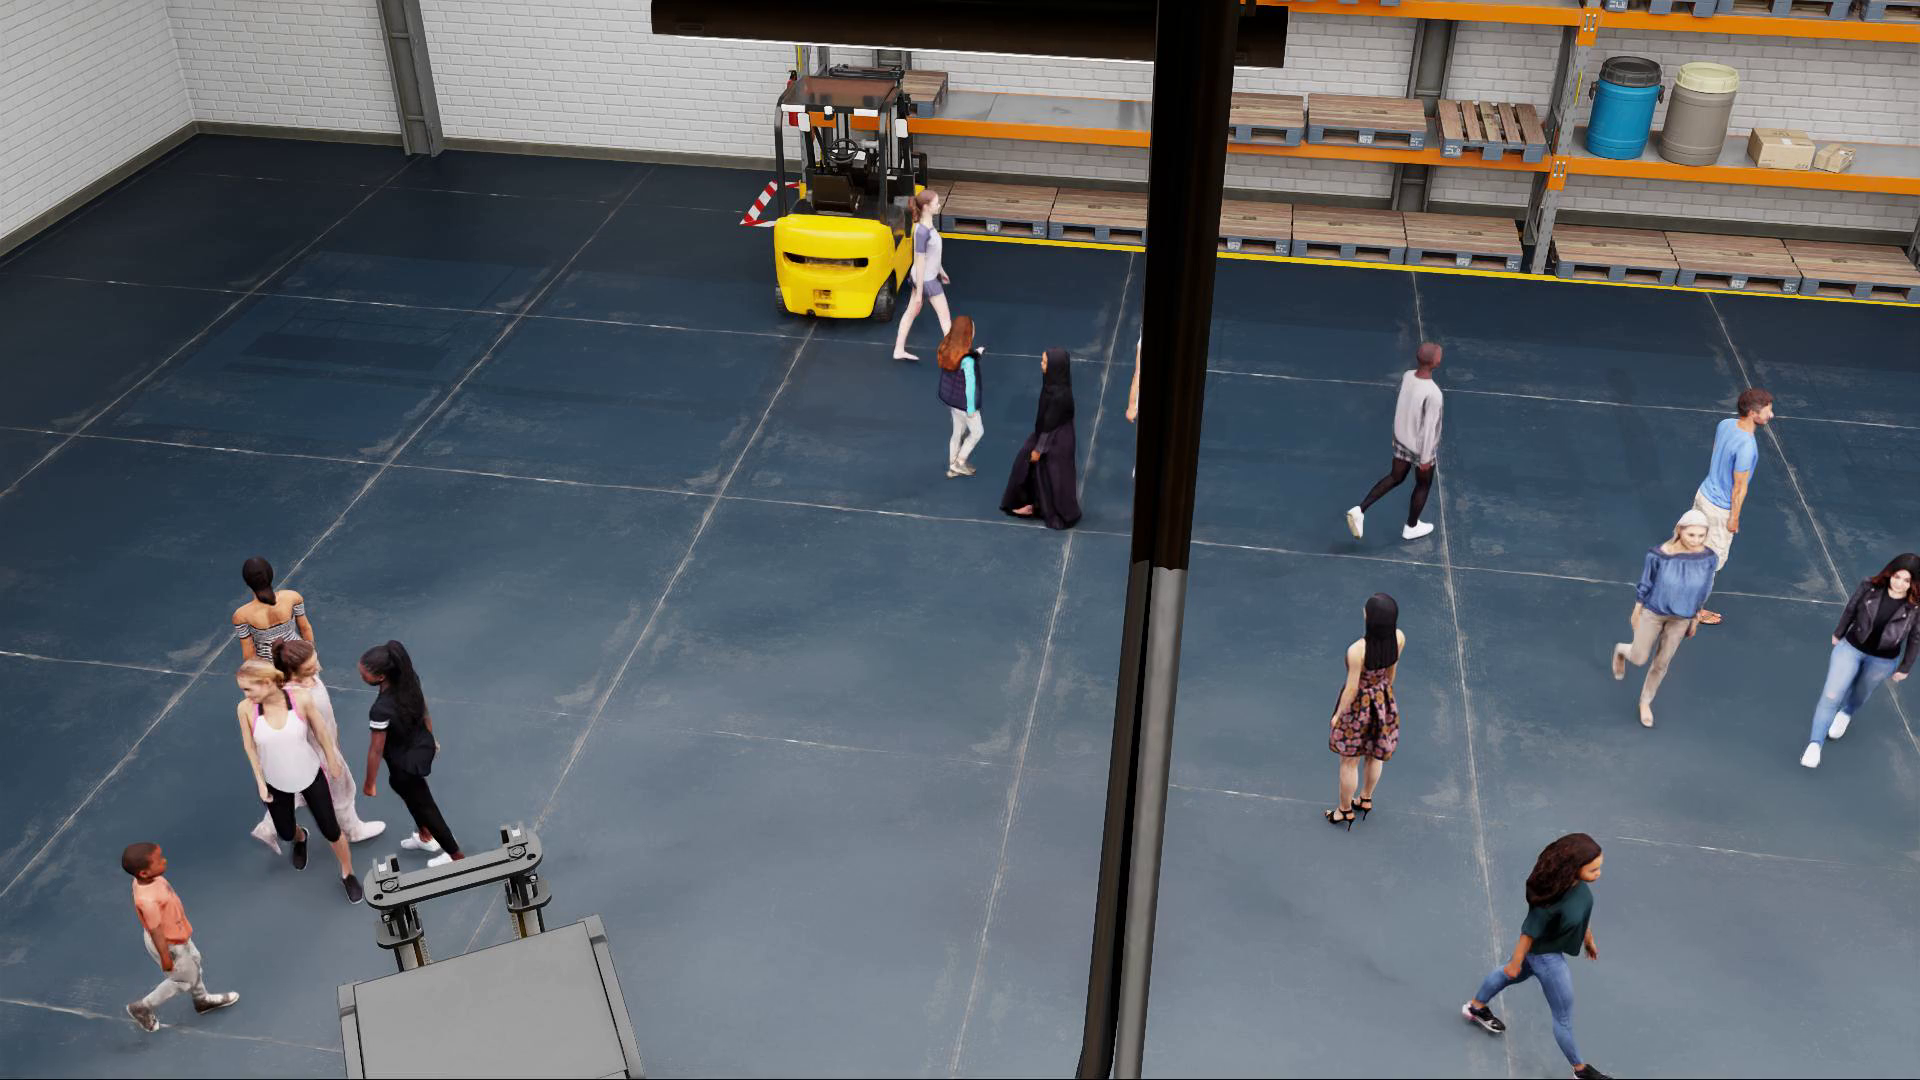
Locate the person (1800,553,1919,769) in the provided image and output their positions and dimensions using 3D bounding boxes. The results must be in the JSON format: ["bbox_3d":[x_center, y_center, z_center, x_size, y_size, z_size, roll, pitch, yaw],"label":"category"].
[{"bbox_3d":[6.009,0.718,10.965,1.108,1.601,0.990,22,39,29],"label":"person"}]

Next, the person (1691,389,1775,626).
[{"bbox_3d":[5.587,-0.278,12.228,0.598,1.863,0.679,0,34,1],"label":"person"}]

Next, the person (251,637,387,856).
[{"bbox_3d":[-4.020,1.285,10.062,1.106,1.658,1.008,-20,38,-27],"label":"person"}]

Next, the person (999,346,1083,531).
[{"bbox_3d":[0.831,-0.807,13.250,0.967,1.612,0.749,-4,34,-6],"label":"person"}]

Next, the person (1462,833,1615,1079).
[{"bbox_3d":[3.042,2.131,8.869,1.191,1.569,0.940,23,40,31],"label":"person"}]

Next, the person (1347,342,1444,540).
[{"bbox_3d":[3.468,-0.730,13.009,1.136,1.751,0.971,-13,36,-18],"label":"person"}]

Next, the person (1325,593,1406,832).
[{"bbox_3d":[2.502,1.059,10.298,0.796,1.773,0.865,-17,37,-24],"label":"person"}]

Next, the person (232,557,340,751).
[{"bbox_3d":[-4.251,0.876,10.529,0.672,1.822,0.721,-24,41,-32],"label":"person"}]

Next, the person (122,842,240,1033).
[{"bbox_3d":[-4.383,2.173,9.052,0.838,1.295,0.711,-13,36,-18],"label":"person"}]

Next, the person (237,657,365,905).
[{"bbox_3d":[-3.970,1.383,9.820,0.889,1.762,0.899,-16,37,-23],"label":"person"}]

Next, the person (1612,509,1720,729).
[{"bbox_3d":[4.749,0.467,11.265,0.764,1.688,0.718,1,34,2],"label":"person"}]

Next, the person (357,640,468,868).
[{"bbox_3d":[-3.201,1.328,9.937,0.737,1.724,0.650,3,34,5],"label":"person"}]

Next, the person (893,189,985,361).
[{"bbox_3d":[-0.414,-2.434,15.597,1.139,1.724,0.723,-1,34,-2],"label":"person"}]

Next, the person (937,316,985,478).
[{"bbox_3d":[-0.041,-1.168,13.902,0.751,1.492,0.700,-16,37,-22],"label":"person"}]
